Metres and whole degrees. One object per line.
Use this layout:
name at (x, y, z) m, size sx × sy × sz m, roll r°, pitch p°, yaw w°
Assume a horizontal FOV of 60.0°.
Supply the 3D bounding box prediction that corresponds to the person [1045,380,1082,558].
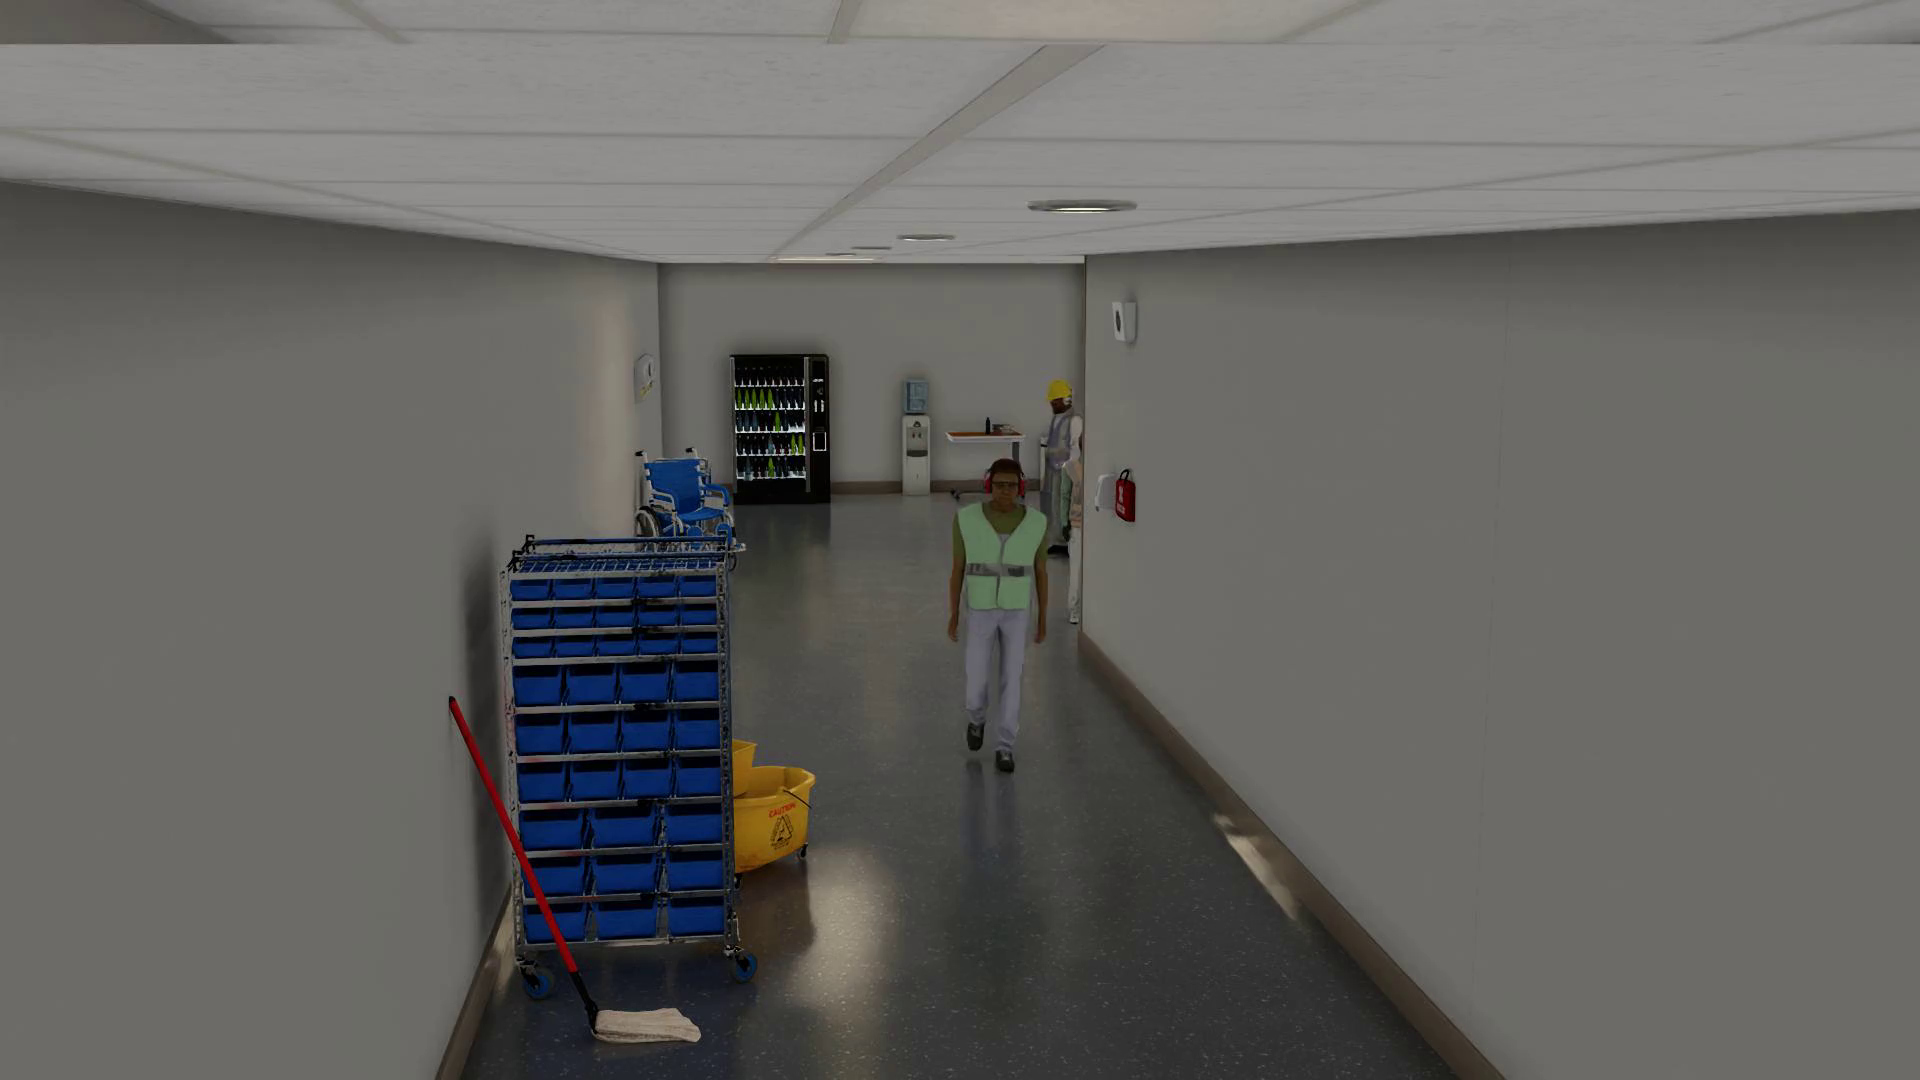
person at (1.066, -0.721, 16.944) m, size 0.451 × 1.811 × 0.626 m, roll -3°, pitch 10°, yaw -19°

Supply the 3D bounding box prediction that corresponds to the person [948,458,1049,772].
person at (0.223, 0.420, 9.738) m, size 0.604 × 1.831 × 0.457 m, roll -1°, pitch 9°, yaw -7°
